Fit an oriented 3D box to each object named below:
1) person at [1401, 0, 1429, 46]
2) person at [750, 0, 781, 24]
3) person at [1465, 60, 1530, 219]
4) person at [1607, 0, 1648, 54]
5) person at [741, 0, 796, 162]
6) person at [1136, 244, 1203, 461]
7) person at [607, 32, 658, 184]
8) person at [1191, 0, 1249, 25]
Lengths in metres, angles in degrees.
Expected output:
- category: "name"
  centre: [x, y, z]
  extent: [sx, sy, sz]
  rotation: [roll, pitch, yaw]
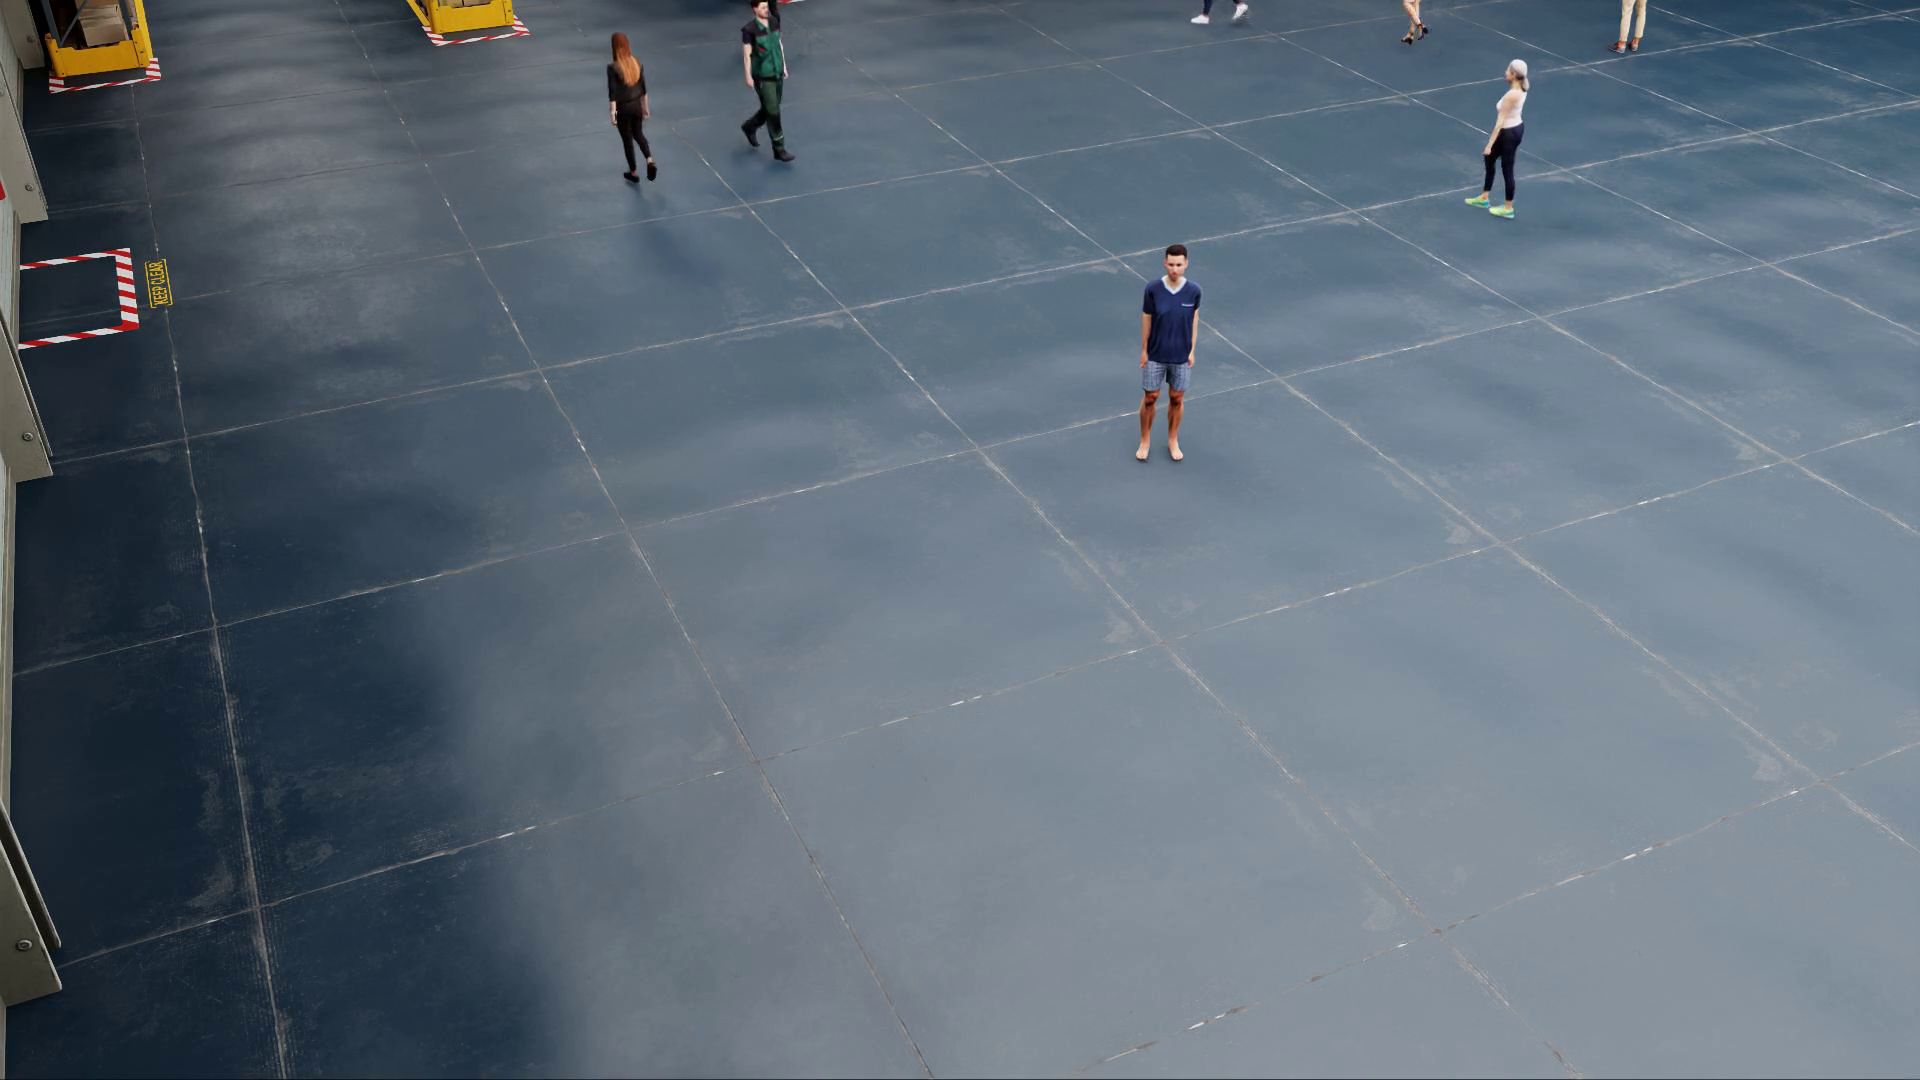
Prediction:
- category: "person"
  centre: [6.389, -7.717, 22.935]
  extent: [0.573, 1.818, 0.754]
  rotation: [-15, 36, -22]
- category: "person"
  centre: [-2.612, -7.697, 23.021]
  extent: [0.786, 1.691, 0.755]
  rotation: [20, 38, 28]
- category: "person"
  centre: [5.929, -4.242, 17.712]
  extent: [0.938, 1.686, 0.850]
  rotation: [19, 37, 26]
- category: "person"
  centre: [9.293, -7.636, 22.772]
  extent: [0.667, 1.859, 0.570]
  rotation: [-9, 34, -14]
- category: "person"
  centre: [-2.294, -5.390, 19.306]
  extent: [1.248, 1.873, 1.049]
  rotation: [21, 38, 28]
- category: "person"
  centre: [1.670, -1.522, 13.379]
  extent: [0.701, 1.850, 0.703]
  rotation: [1, 33, 1]
- category: "person"
  centre: [-3.635, -4.768, 18.505]
  extent: [0.752, 1.703, 0.901]
  rotation: [-26, 41, -34]
- category: "person"
  centre: [3.806, -8.305, 23.901]
  extent: [0.973, 1.750, 1.100]
  rotation: [0, 33, 0]
